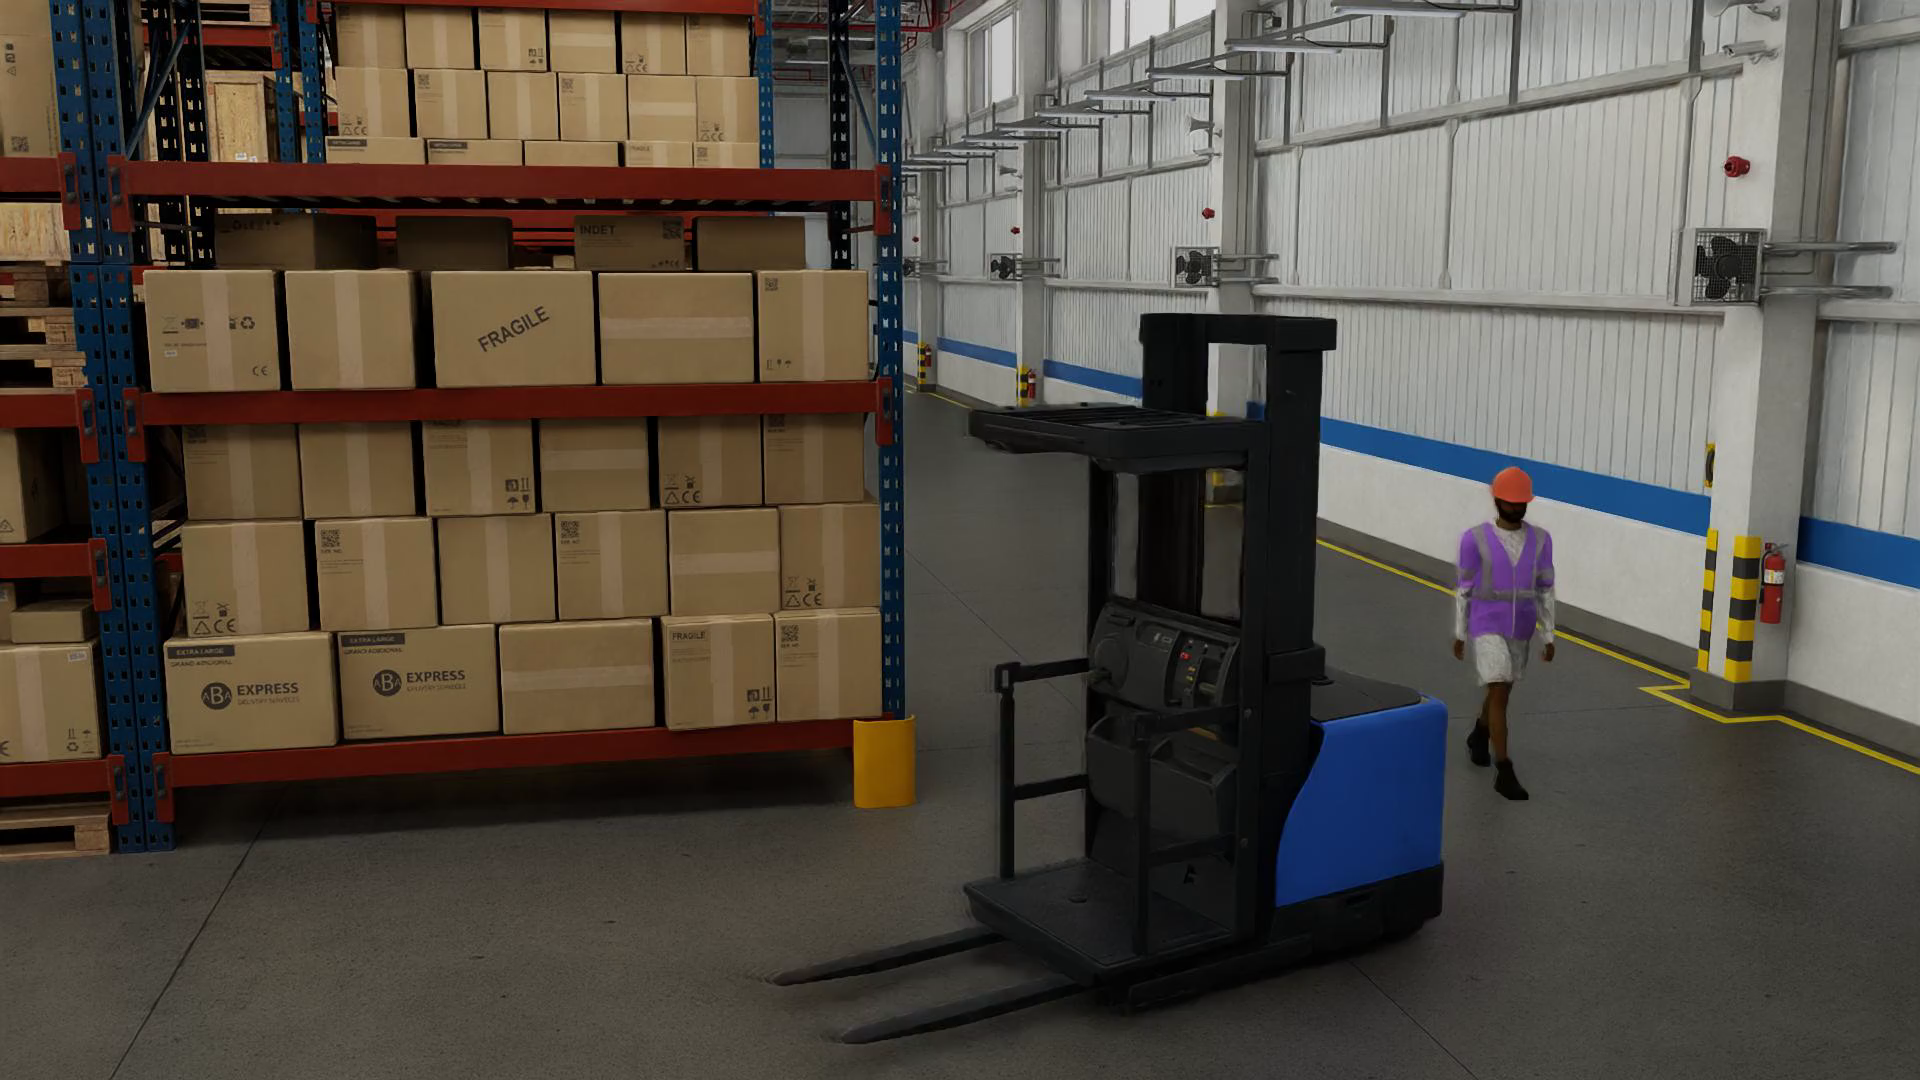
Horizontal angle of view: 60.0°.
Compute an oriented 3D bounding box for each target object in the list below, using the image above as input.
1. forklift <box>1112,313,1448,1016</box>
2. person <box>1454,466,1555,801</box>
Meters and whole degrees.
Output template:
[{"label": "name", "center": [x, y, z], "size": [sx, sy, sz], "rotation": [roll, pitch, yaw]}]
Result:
[{"label": "forklift", "center": [1.190, 0.396, 7.389], "size": [1.873, 2.768, 1.129], "rotation": [-6, 11, -31]}, {"label": "person", "center": [3.194, 0.492, 9.809], "size": [0.557, 1.899, 0.971], "rotation": [-1, 9, -5]}]
